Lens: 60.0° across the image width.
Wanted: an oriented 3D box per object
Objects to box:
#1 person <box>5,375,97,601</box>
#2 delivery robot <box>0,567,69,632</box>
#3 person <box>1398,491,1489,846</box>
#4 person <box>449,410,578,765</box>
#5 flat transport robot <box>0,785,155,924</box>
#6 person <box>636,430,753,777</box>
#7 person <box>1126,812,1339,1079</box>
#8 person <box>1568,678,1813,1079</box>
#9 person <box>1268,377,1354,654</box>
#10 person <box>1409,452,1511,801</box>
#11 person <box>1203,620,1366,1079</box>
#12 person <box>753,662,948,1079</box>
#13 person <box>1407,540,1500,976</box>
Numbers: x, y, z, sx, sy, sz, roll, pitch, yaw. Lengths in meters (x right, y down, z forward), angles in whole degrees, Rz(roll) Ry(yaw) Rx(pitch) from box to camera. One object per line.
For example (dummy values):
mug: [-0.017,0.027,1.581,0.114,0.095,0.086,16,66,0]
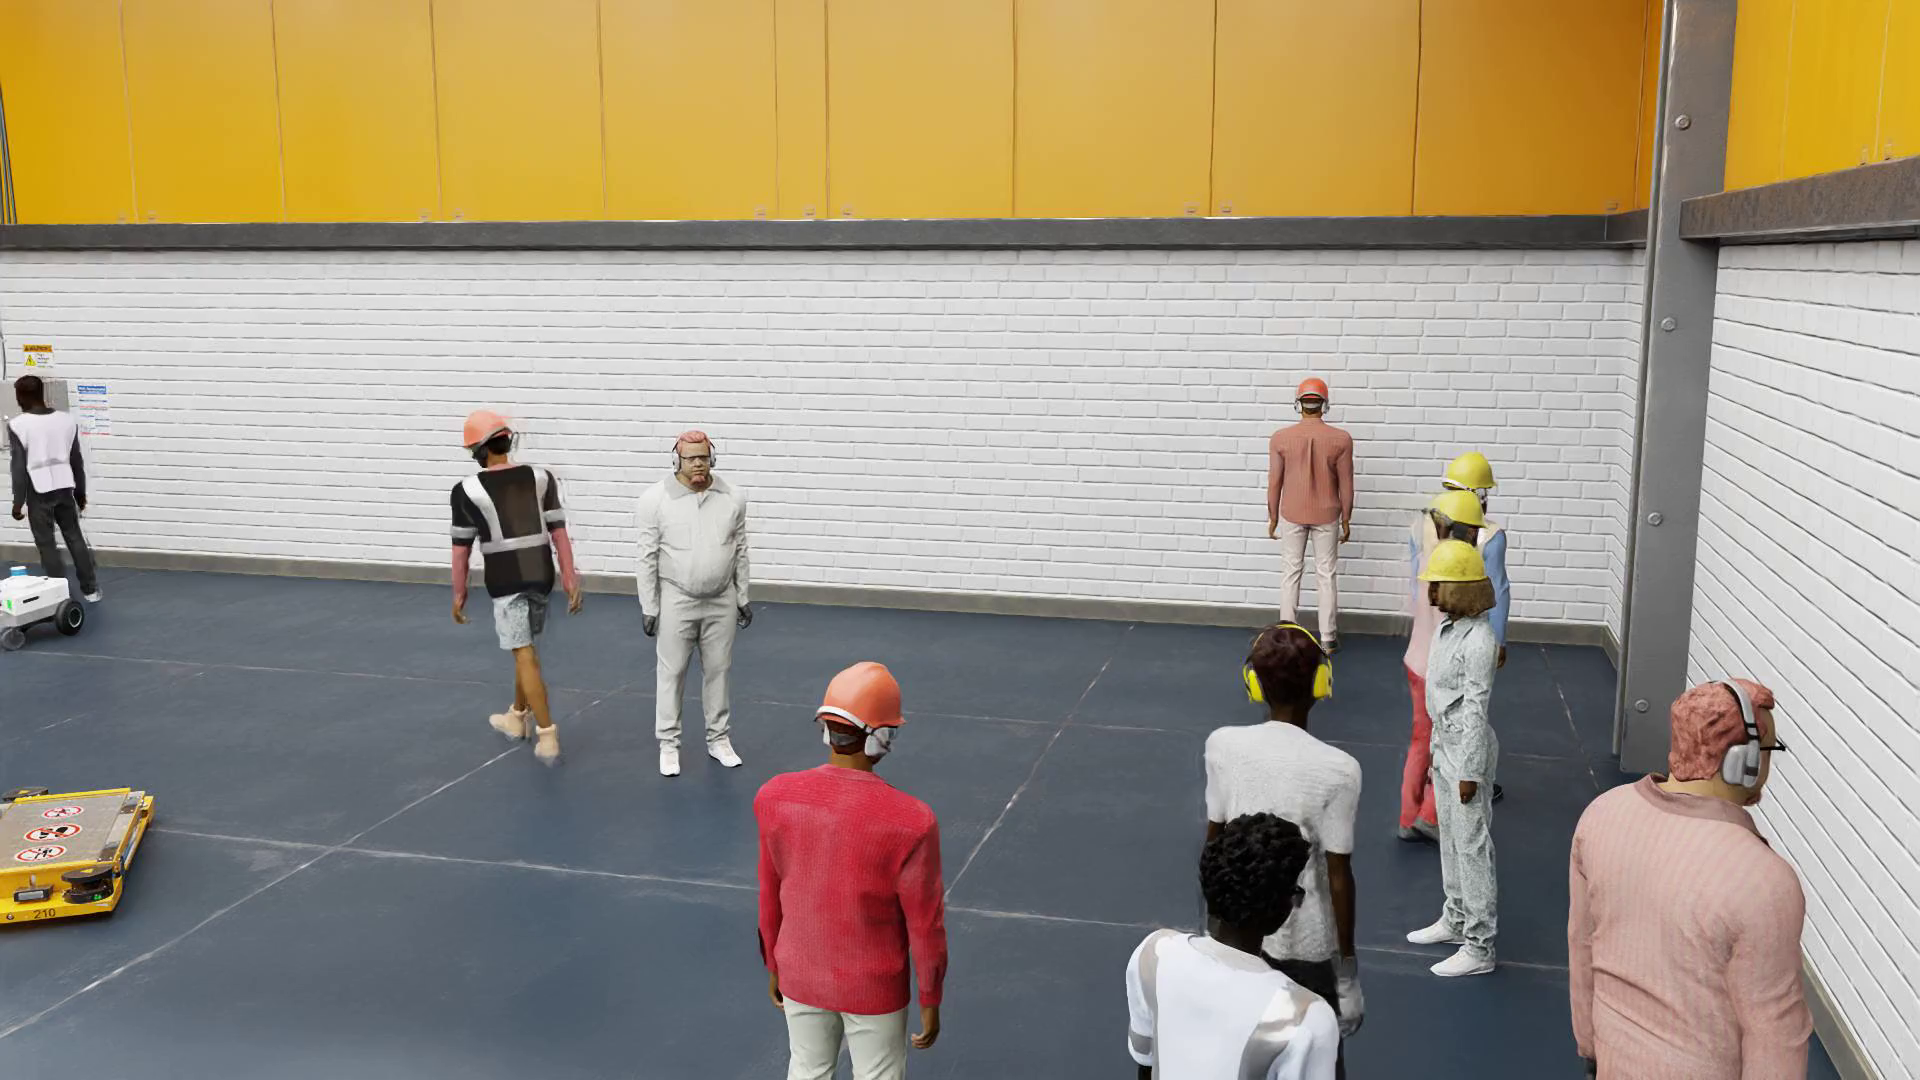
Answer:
person: [-7.363,-0.388,13.527,0.368,1.887,0.695,5,11,25]
delivery robot: [-6.929,0.440,12.273,0.477,0.478,0.707,1,10,7]
person: [2.324,0.630,7.956,0.431,1.740,0.520,0,10,0]
person: [-2.565,0.254,9.480,0.619,1.967,0.976,-8,13,-40]
flat transport robot: [-4.164,1.412,7.660,0.652,0.197,1.431,-3,10,-19]
person: [-1.445,0.341,9.162,0.652,1.906,0.402,-5,11,-28]
person: [0.574,1.403,3.557,0.319,1.686,0.539,-9,13,-43]
person: [1.684,1.248,3.824,0.403,1.904,0.652,-3,10,-18]
person: [2.511,-0.169,11.930,0.608,1.987,0.388,2,10,14]
person: [2.627,0.454,8.712,0.403,1.833,0.591,-7,12,-35]
person: [0.879,1.151,4.675,0.551,1.828,0.905,8,12,39]
person: [-0.292,1.194,4.633,0.574,1.739,0.350,4,10,22]
person: [1.969,0.858,6.634,0.343,1.735,0.484,0,10,-1]
